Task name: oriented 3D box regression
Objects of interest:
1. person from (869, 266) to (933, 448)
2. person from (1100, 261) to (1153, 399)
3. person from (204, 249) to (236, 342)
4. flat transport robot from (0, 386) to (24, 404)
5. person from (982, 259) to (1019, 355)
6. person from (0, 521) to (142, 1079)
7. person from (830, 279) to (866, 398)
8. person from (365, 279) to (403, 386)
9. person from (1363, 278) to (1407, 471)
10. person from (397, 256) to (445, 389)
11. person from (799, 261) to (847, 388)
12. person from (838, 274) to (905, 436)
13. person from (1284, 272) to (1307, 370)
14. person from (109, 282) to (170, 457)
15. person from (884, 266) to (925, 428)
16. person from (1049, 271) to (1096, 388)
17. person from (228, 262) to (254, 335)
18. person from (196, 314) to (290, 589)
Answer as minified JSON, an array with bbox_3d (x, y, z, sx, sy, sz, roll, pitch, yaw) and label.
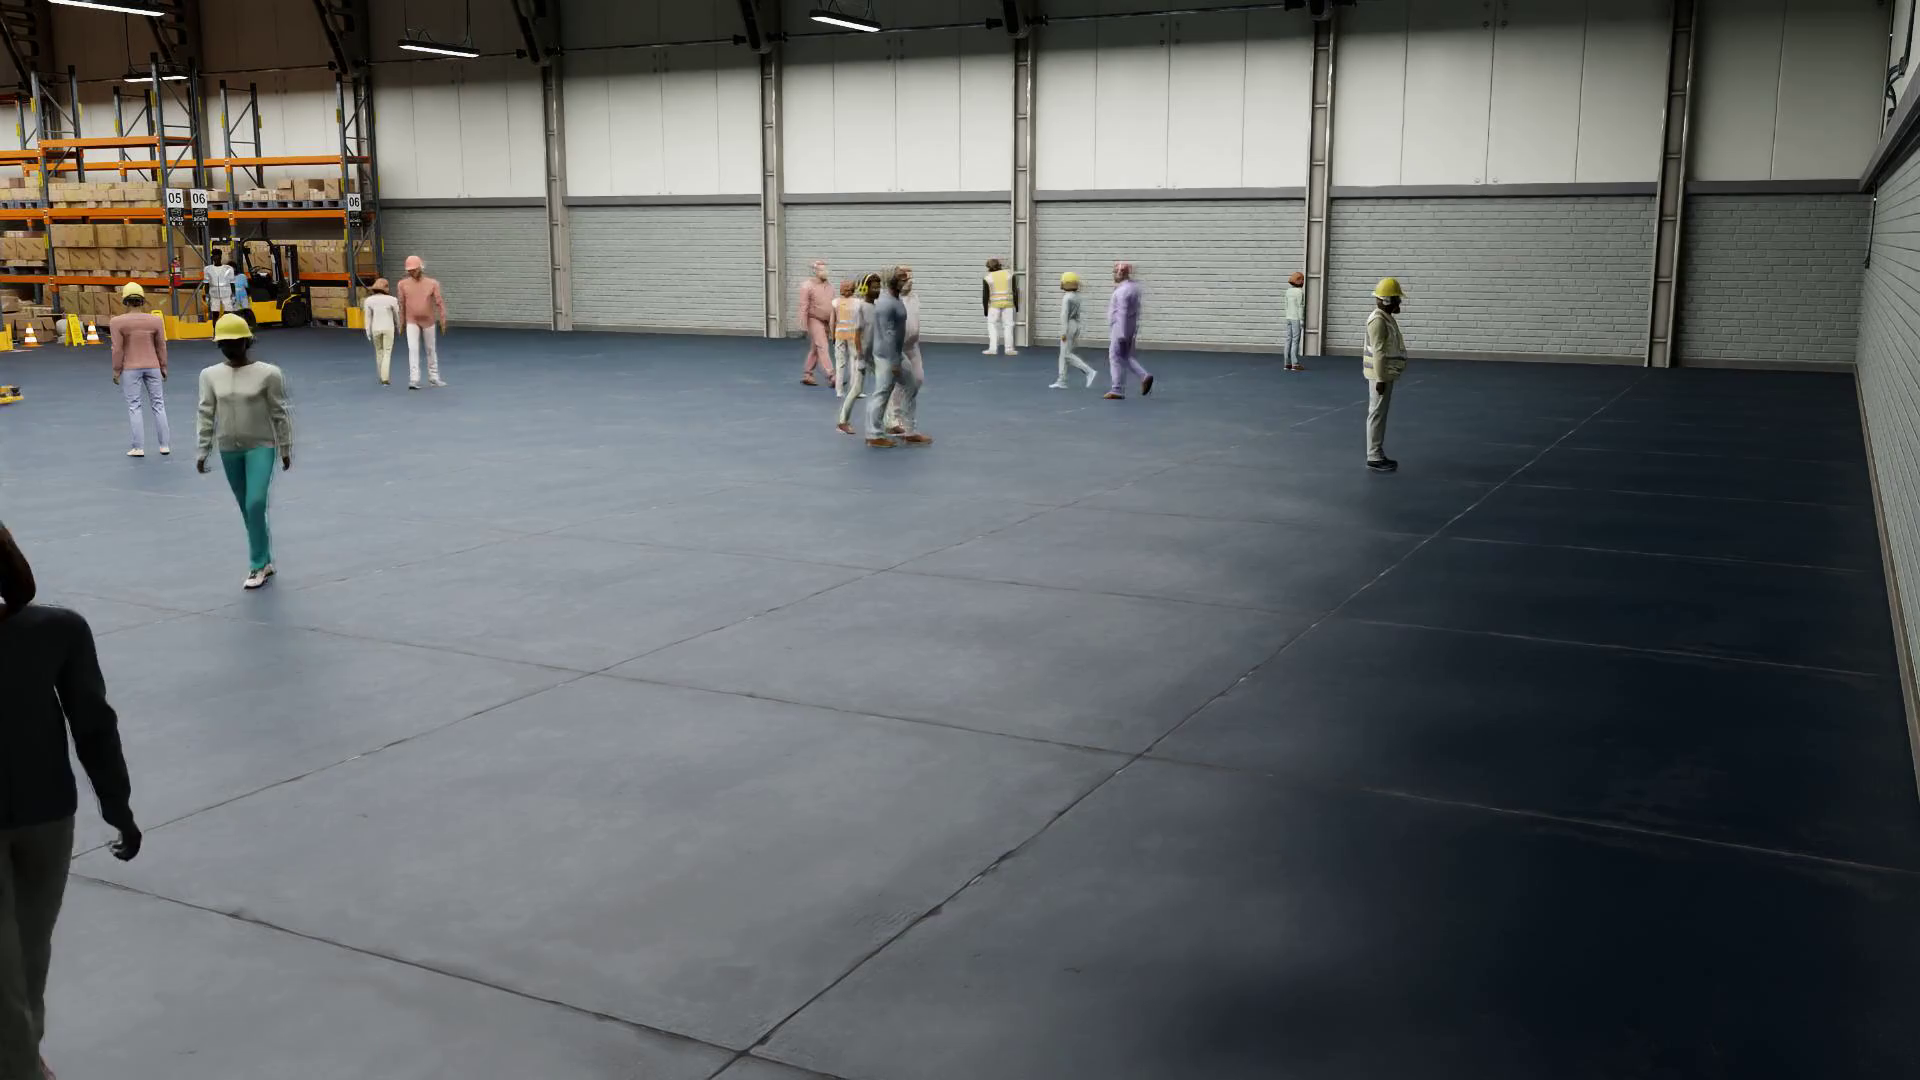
[{"bbox_3d":[-0.606,-1.899,17.436,0.809,1.909,0.662,2,11,12],"label":"person"},{"bbox_3d":[2.281,-2.858,22.744,0.620,1.887,0.655,4,11,21],"label":"person"},{"bbox_3d":[-15.577,-5.147,35.017,0.614,1.963,0.361,-3,11,-16],"label":"person"},{"bbox_3d":[-13.282,-1.910,21.986,1.431,0.197,0.652,-1,10,-6],"label":"flat transport robot"},{"bbox_3d":[0.779,-4.376,31.285,0.722,1.805,0.433,-2,11,-8],"label":"person"},{"bbox_3d":[-2.312,0.716,4.072,0.849,1.588,0.503,9,14,42],"label":"person"},{"bbox_3d":[-1.543,-2.771,22.950,0.522,1.638,0.311,3,11,18],"label":"person"},{"bbox_3d":[-8.664,-3.133,25.082,0.490,1.588,0.823,0,10,0],"label":"person"},{"bbox_3d":[4.073,-1.584,15.959,0.404,1.830,0.590,4,11,19],"label":"person"},{"bbox_3d":[-7.915,-3.188,24.442,0.649,1.942,0.790,-3,11,-16],"label":"person"},{"bbox_3d":[-2.036,-3.187,24.629,0.996,1.857,0.657,7,13,35],"label":"person"},{"bbox_3d":[-1.006,-2.056,18.604,0.994,1.811,0.549,7,13,35],"label":"person"},{"bbox_3d":[5.597,-3.650,27.759,0.288,1.633,0.497,-4,11,-20],"label":"person"},{"bbox_3d":[-8.347,-1.729,16.923,0.533,1.767,0.327,-10,14,-43],"label":"person"},{"bbox_3d":[-0.672,-2.216,19.249,0.422,1.896,0.660,10,14,44],"label":"person"},{"bbox_3d":[1.649,-3.053,24.256,0.662,1.719,0.492,4,11,19],"label":"person"},{"bbox_3d":[-16.131,-5.392,37.209,0.555,1.644,0.836,-8,13,-38],"label":"person"},{"bbox_3d":[-4.601,-0.561,10.605,0.542,1.734,0.728,0,10,1],"label":"person"}]
